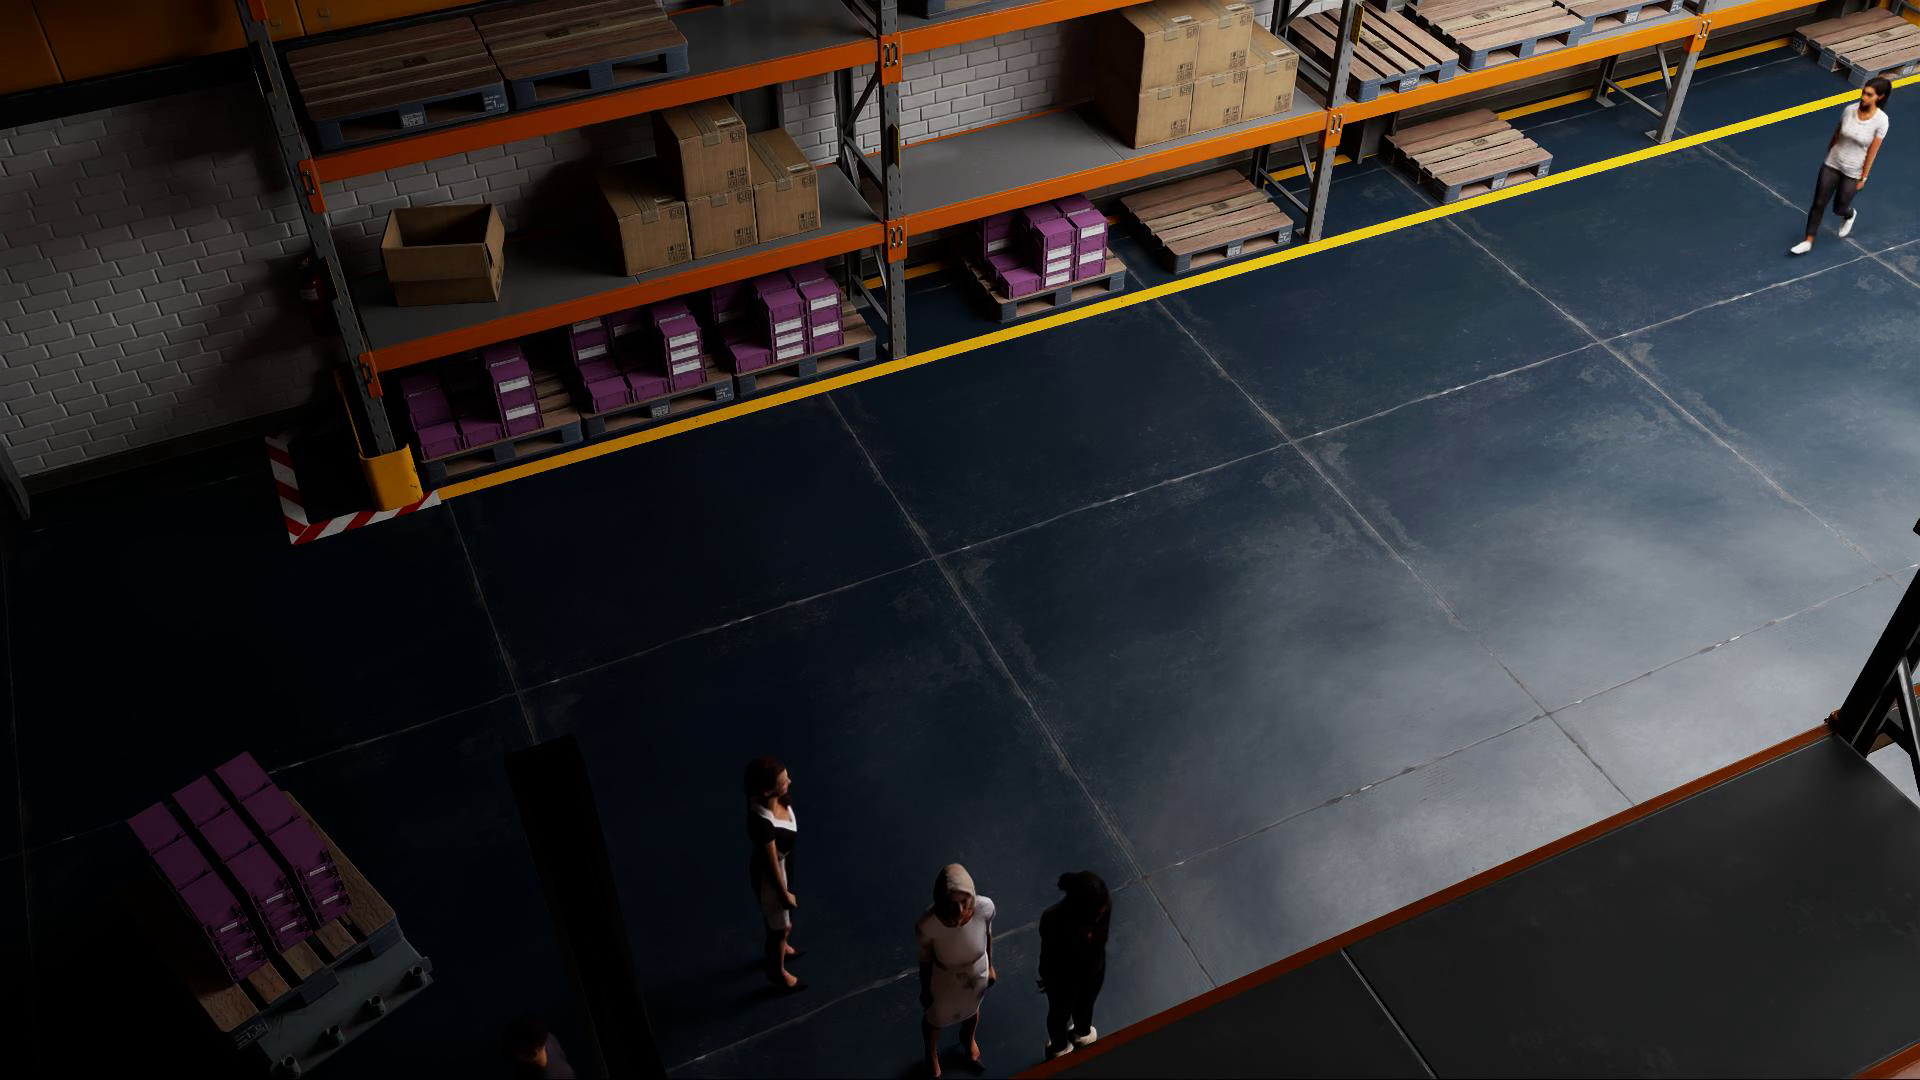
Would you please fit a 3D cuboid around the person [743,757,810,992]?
[{"bbox_3d":[-0.990,1.761,8.794,0.596,1.795,0.630,-3,44,-4],"label":"person"}]

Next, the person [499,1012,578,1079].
[{"bbox_3d":[-1.887,2.722,7.806,0.593,1.764,0.663,-25,49,-24],"label":"person"}]

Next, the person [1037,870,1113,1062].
[{"bbox_3d":[0.576,2.177,8.455,0.590,1.660,0.663,0,44,0],"label":"person"}]

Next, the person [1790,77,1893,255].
[{"bbox_3d":[7.550,-3.169,14.086,0.913,1.633,0.659,-25,49,-24],"label":"person"}]

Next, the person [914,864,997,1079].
[{"bbox_3d":[-0.027,2.185,8.380,0.434,1.750,0.622,-17,46,-17],"label":"person"}]
